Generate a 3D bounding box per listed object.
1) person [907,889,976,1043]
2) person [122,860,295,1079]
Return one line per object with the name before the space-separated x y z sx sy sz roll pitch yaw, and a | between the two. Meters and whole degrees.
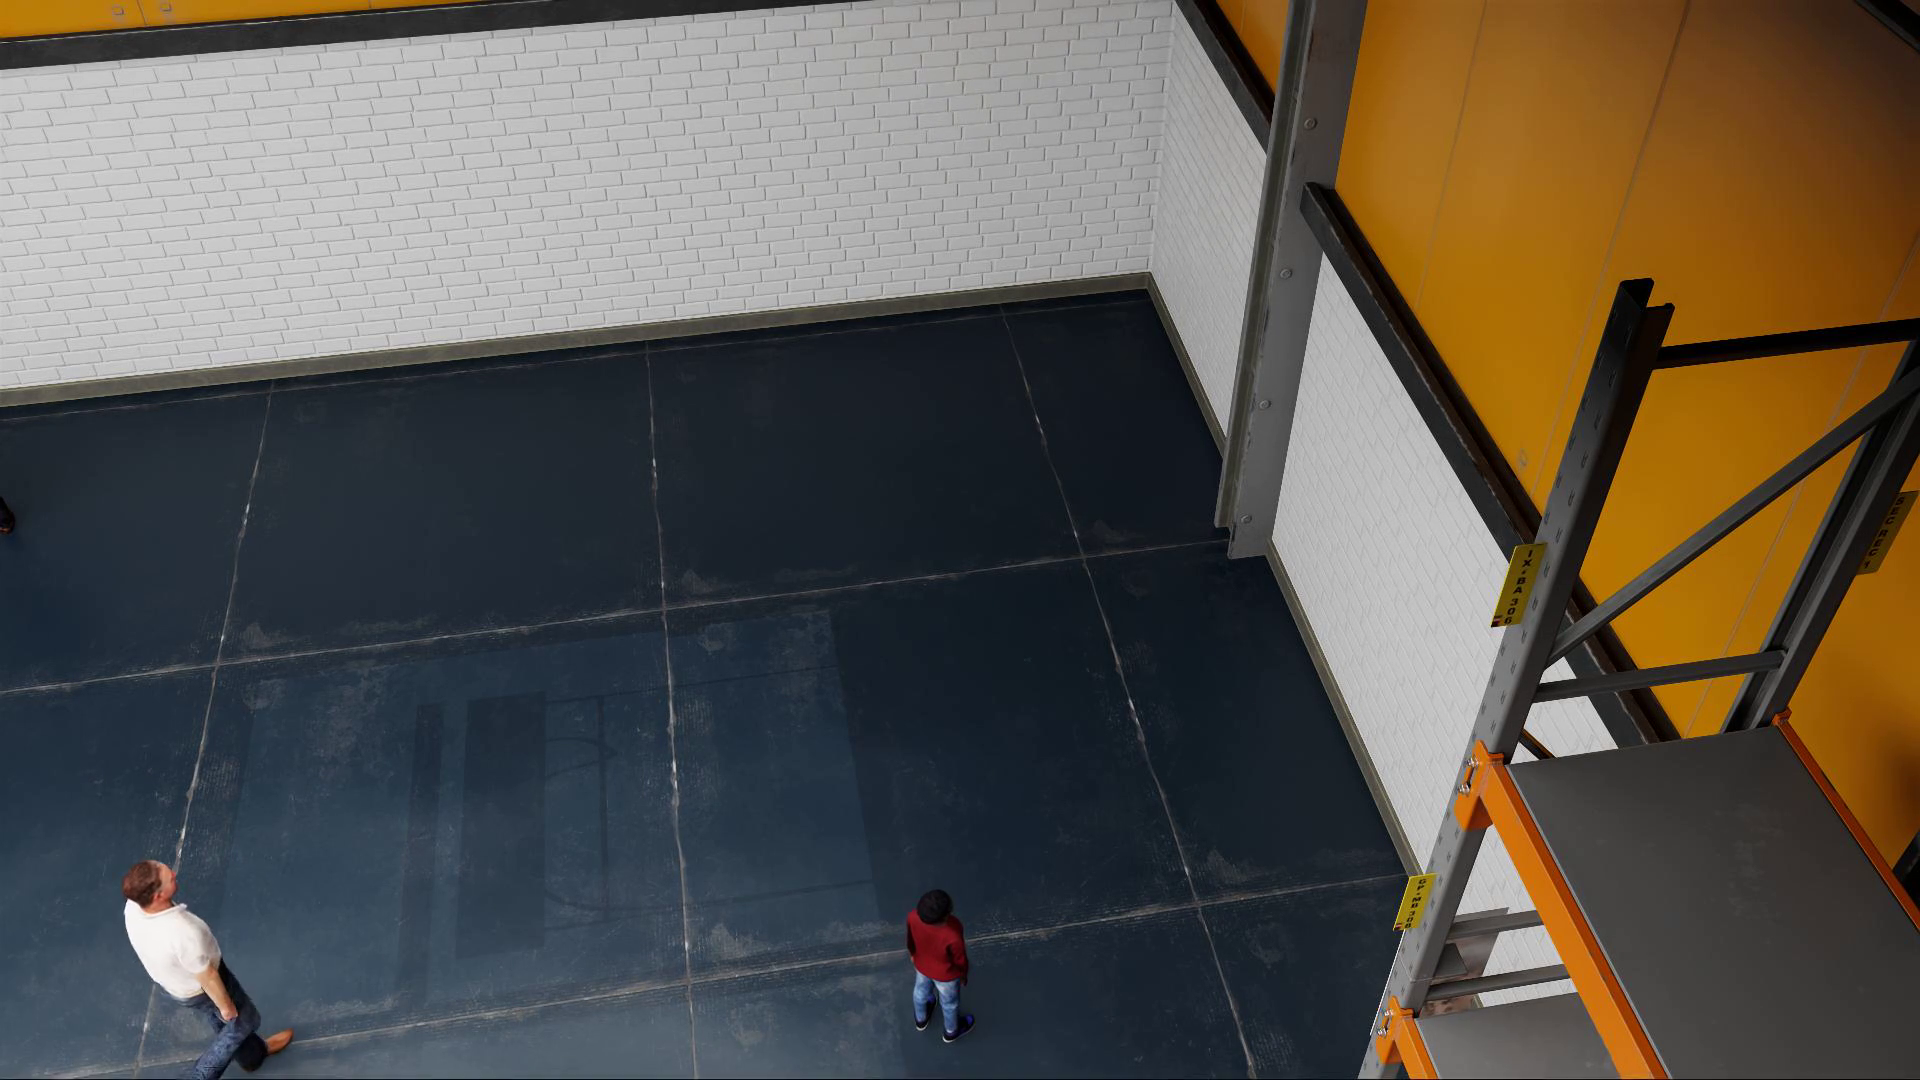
person | -0.120 2.249 8.842 0.582 1.256 0.634 22 48 22
person | -3.920 2.287 8.378 1.012 1.841 1.062 27 50 26
